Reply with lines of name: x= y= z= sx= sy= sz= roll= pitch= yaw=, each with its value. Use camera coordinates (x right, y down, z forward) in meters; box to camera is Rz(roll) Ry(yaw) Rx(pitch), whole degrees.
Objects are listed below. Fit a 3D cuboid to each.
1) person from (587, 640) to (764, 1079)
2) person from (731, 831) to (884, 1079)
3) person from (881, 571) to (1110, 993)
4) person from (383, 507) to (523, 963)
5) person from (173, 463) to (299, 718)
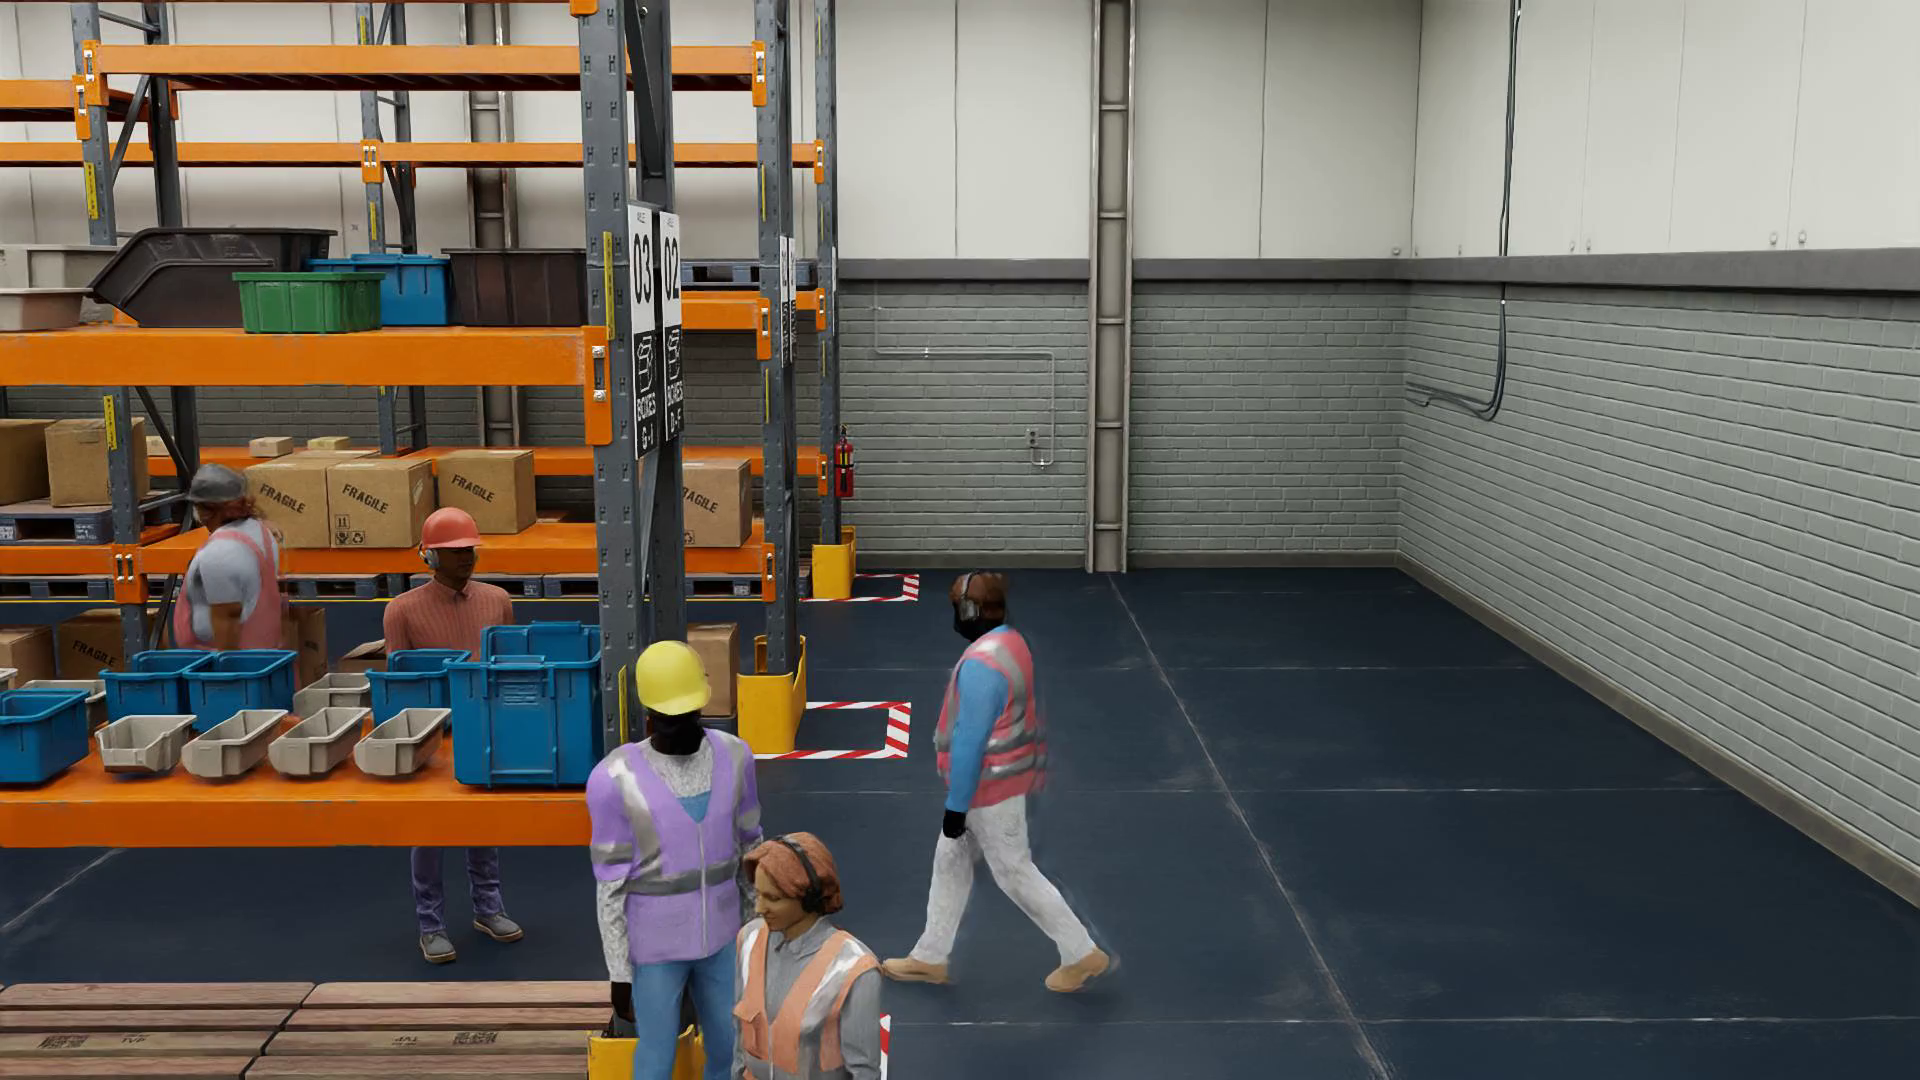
person: x=-0.855 y=1.241 z=5.241 sx=0.607 sy=1.917 sz=0.380 roll=-7 pitch=12 yaw=-38
person: x=-0.388 y=1.534 z=4.278 sx=0.526 sy=1.632 sz=0.311 roll=8 pitch=12 yaw=41
person: x=0.172 y=1.023 z=6.954 sx=0.947 sy=1.785 sz=0.646 roll=1 pitch=9 yaw=6
person: x=-2.229 y=0.845 z=7.376 sx=0.611 sy=1.997 sz=0.375 roll=-9 pitch=13 yaw=-44
person: x=-3.869 y=0.546 z=9.080 sx=0.939 sy=2.000 sz=0.687 roll=1 pitch=9 yaw=4
